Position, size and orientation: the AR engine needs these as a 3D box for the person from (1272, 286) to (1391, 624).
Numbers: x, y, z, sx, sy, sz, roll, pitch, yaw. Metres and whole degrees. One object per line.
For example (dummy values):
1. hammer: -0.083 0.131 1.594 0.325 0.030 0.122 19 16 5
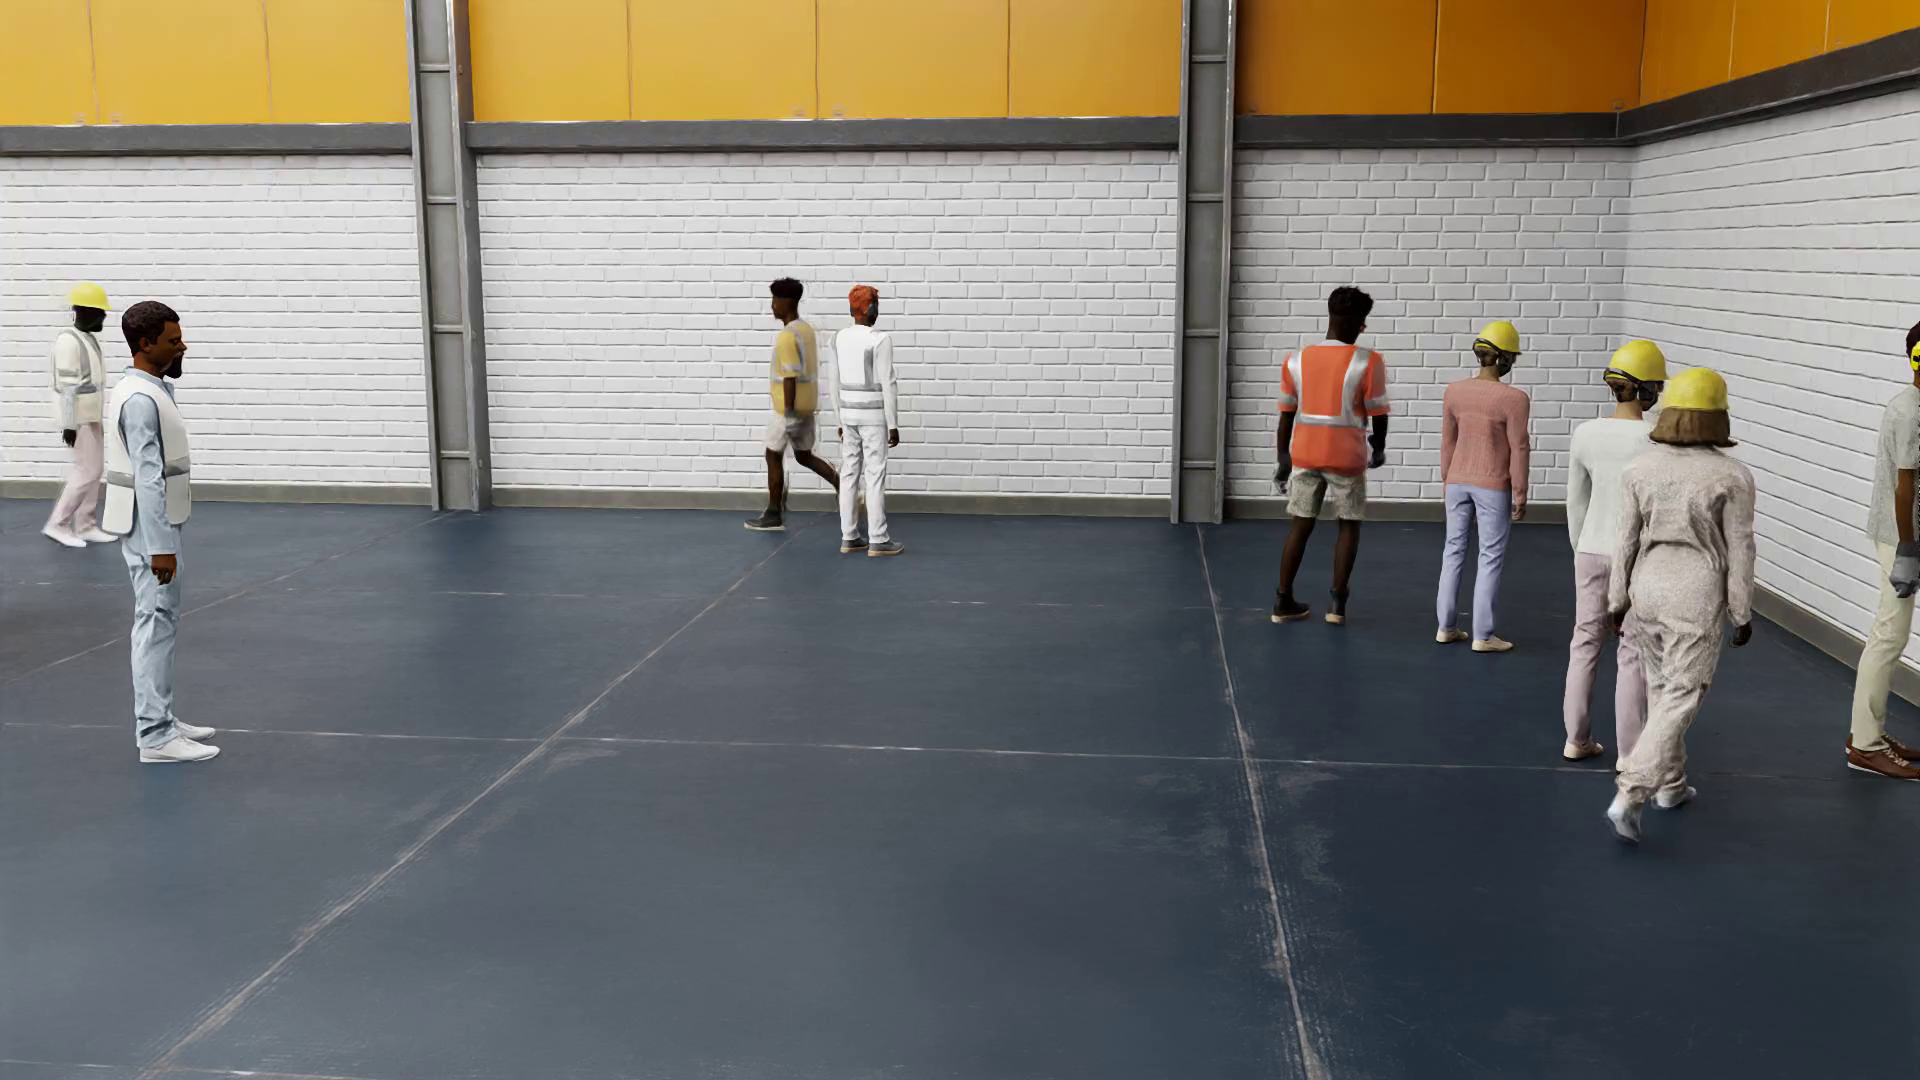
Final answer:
1. person: 2.135 -0.466 9.423 0.634 1.926 0.528 8 13 38

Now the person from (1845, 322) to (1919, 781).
1. person: 3.861 0.027 6.768 0.317 1.863 0.523 6 11 30

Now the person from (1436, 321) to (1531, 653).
1. person: 2.785 -0.276 8.821 0.339 1.755 0.531 -8 13 -38

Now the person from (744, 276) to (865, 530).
1. person: -1.190 -1.020 12.555 0.842 1.938 0.612 3 10 16

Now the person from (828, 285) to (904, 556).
1. person: -0.654 -0.827 11.603 0.576 1.883 0.355 8 12 37

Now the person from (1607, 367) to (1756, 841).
1. person: 2.587 0.228 6.066 0.816 1.708 0.496 -7 12 -36

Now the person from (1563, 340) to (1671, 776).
1. person: 2.702 0.076 6.767 0.308 1.769 0.524 -6 12 -32

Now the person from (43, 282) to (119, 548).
1. person: -6.304 -0.888 11.923 0.575 1.894 0.600 -1 10 -7

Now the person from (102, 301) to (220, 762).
1. person: -3.375 -0.033 6.953 0.372 1.916 0.597 -5 11 -25
